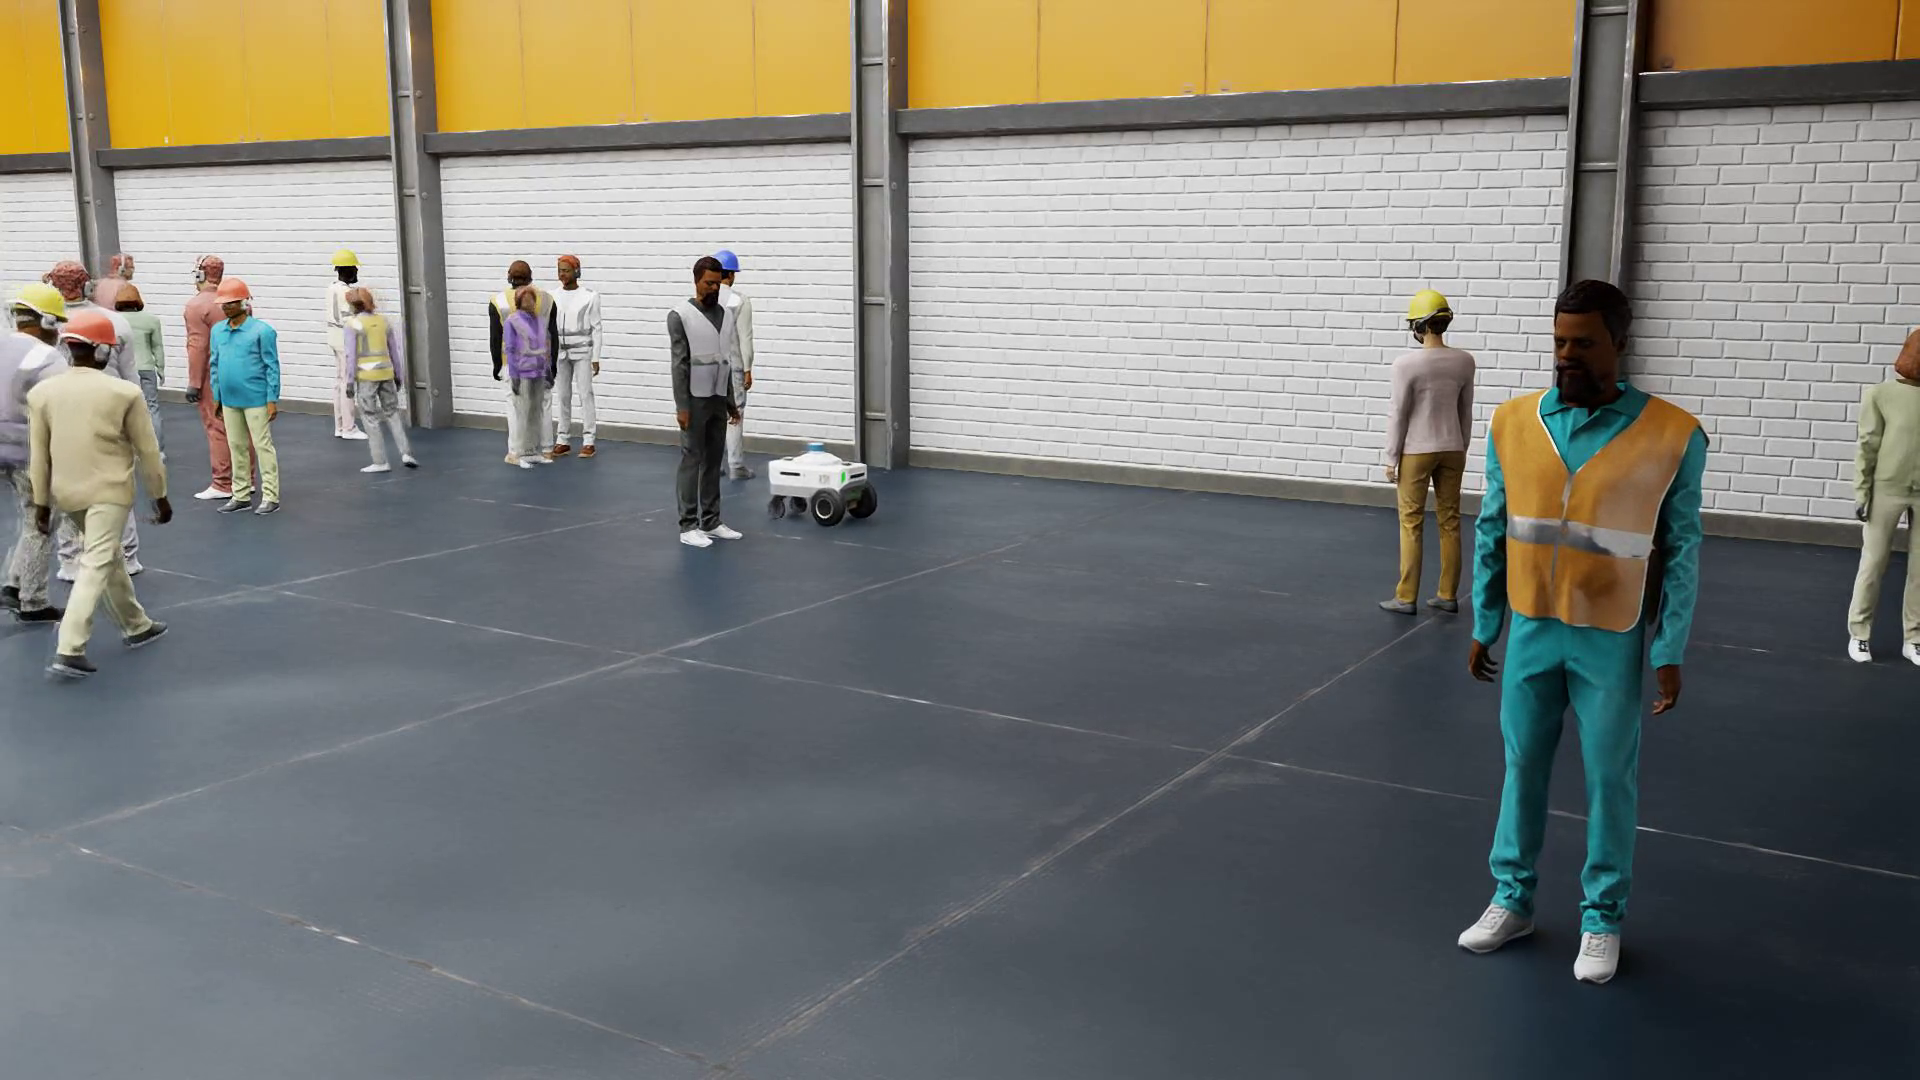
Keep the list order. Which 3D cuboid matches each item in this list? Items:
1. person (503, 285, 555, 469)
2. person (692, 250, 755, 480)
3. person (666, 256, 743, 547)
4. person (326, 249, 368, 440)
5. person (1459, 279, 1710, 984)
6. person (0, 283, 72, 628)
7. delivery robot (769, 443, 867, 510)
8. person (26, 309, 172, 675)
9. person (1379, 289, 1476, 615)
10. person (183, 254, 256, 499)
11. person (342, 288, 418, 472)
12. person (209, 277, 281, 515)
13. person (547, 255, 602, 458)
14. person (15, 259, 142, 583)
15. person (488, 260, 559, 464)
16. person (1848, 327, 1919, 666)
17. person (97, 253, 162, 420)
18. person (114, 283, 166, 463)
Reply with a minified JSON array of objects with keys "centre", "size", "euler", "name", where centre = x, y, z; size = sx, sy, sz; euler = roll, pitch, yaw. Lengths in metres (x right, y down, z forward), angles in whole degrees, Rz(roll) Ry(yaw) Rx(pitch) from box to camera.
[{"centre":[-3.863,-1.453,14.865],"size":[0.379,1.619,0.557],"euler":[5,12,28],"name":"person"},{"centre":[-1.995,-1.470,14.066],"size":[0.602,1.939,0.415],"euler":[5,11,26],"name":"person"},{"centre":[-1.712,-0.926,11.119],"size":[0.390,1.914,0.587],"euler":[6,12,30],"name":"person"},{"centre":[-6.222,-1.983,16.925],"size":[0.377,1.928,0.594],"euler":[-7,12,-33],"name":"person"},{"centre":[1.709,0.248,4.595],"size":[0.591,1.917,0.379],"euler":[8,13,39],"name":"person"},{"centre":[-4.835,-0.436,8.732],"size":[0.612,1.795,0.471],"euler":[6,12,29],"name":"person"},{"centre":[-1.033,-0.460,12.039],"size":[0.707,0.478,0.477],"euler":[6,12,30],"name":"delivery robot"},{"centre":[-4.106,-0.239,7.920],"size":[0.562,1.704,0.962],"euler":[2,10,9],"name":"person"},{"centre":[2.523,-0.466,9.006],"size":[0.524,1.761,0.339],"euler":[-3,11,-18],"name":"person"},{"centre":[-5.833,-1.273,13.052],"size":[0.406,1.911,0.639],"euler":[3,11,17],"name":"person"},{"centre":[-5.064,-1.383,14.486],"size":[0.423,1.614,0.591],"euler":[6,12,29],"name":"person"},{"centre":[-5.299,-1.056,12.281],"size":[0.573,1.746,0.346],"euler":[3,11,17],"name":"person"},{"centre":[-3.615,-1.703,15.507],"size":[0.573,1.883,0.354],"euler":[3,11,14],"name":"person"},{"centre":[-5.205,-0.699,9.877],"size":[0.643,1.909,0.410],"euler":[-6,12,-30],"name":"person"},{"centre":[-3.955,-1.609,15.102],"size":[0.627,1.844,0.429],"euler":[-5,11,-27],"name":"person"},{"centre":[4.513,-0.202,7.915],"size":[0.498,1.629,0.288],"euler":[3,11,15],"name":"person"},{"centre":[-9.173,-2.199,18.242],"size":[0.680,1.881,0.610],"euler":[8,13,38],"name":"person"},{"centre":[-7.528,-1.519,15.177],"size":[0.508,1.632,0.278],"euler":[-8,13,-37],"name":"person"}]
